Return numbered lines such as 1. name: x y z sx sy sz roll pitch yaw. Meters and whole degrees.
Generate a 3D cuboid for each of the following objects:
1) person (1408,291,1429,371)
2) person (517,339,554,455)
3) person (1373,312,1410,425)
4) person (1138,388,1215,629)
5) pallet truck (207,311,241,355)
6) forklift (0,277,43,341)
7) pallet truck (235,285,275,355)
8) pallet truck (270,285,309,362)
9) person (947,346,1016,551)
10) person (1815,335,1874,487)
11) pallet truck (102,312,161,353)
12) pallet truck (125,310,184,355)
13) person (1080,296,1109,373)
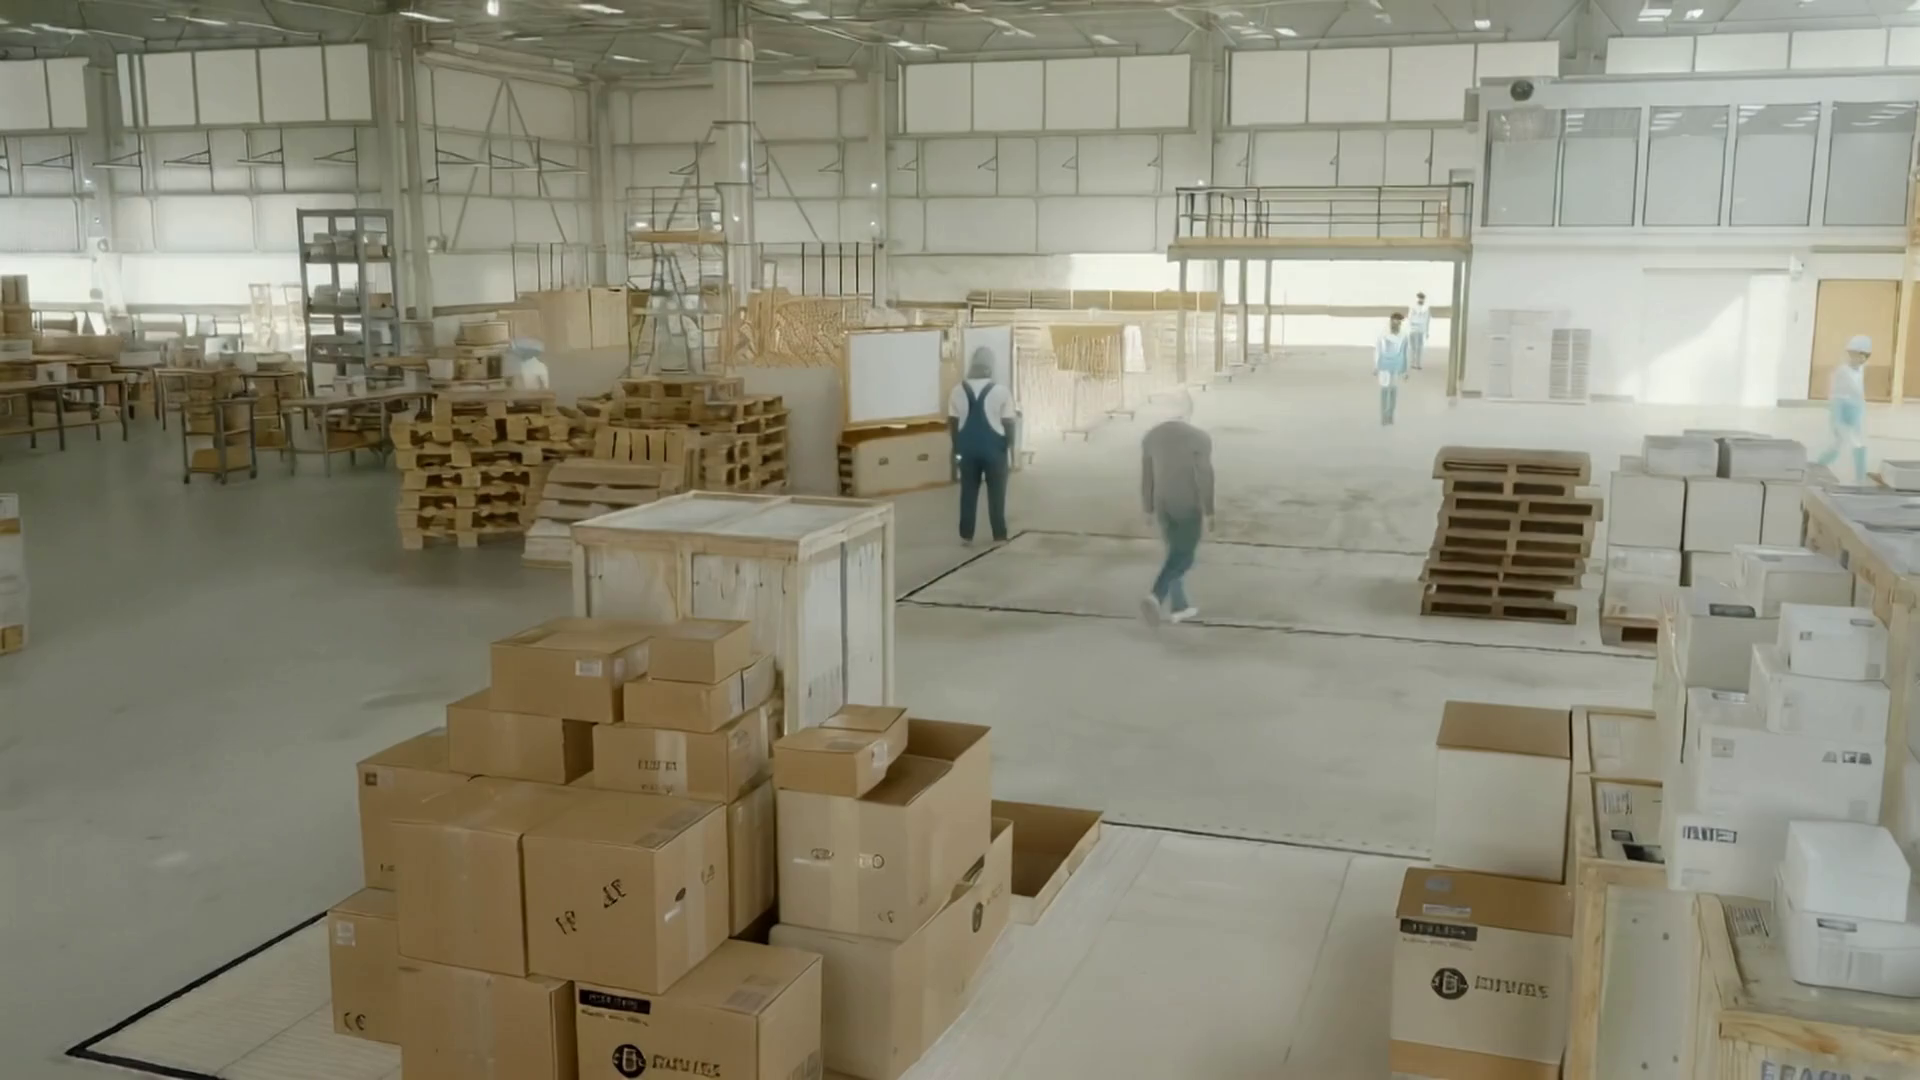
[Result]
1. person: 11.049 -5.016 40.037 0.584 1.917 0.381 -4 11 -21
2. person: -5.867 -1.933 23.195 0.548 1.716 0.911 7 12 33
3. person: 7.266 -2.865 27.937 0.578 1.907 0.800 1 10 5
4. person: 1.673 -0.245 13.188 0.802 1.916 0.634 -10 14 -43
5. pallet truck: -19.537 -5.575 44.913 0.653 1.274 1.630 3 11 19
6. forklift: -27.151 -6.329 46.328 1.157 1.987 2.680 3 11 17
7. pallet truck: -18.327 -5.835 44.421 0.823 1.965 1.885 4 11 23
8. pallet truck: -17.147 -5.700 43.663 0.823 1.965 1.885 3 11 17
9. person: 0.249 -0.914 16.585 0.688 2.000 0.539 3 11 18
10. person: 10.345 -1.399 19.455 0.608 2.006 1.014 -4 11 -24
11. pallet truck: -23.057 -5.777 46.261 0.680 1.201 1.601 3 11 19
12. pallet truck: -22.038 -5.665 45.457 0.704 1.261 1.522 3 11 17
13. person: 3.292 -4.867 39.430 0.989 1.827 0.583 -2 10 -12
